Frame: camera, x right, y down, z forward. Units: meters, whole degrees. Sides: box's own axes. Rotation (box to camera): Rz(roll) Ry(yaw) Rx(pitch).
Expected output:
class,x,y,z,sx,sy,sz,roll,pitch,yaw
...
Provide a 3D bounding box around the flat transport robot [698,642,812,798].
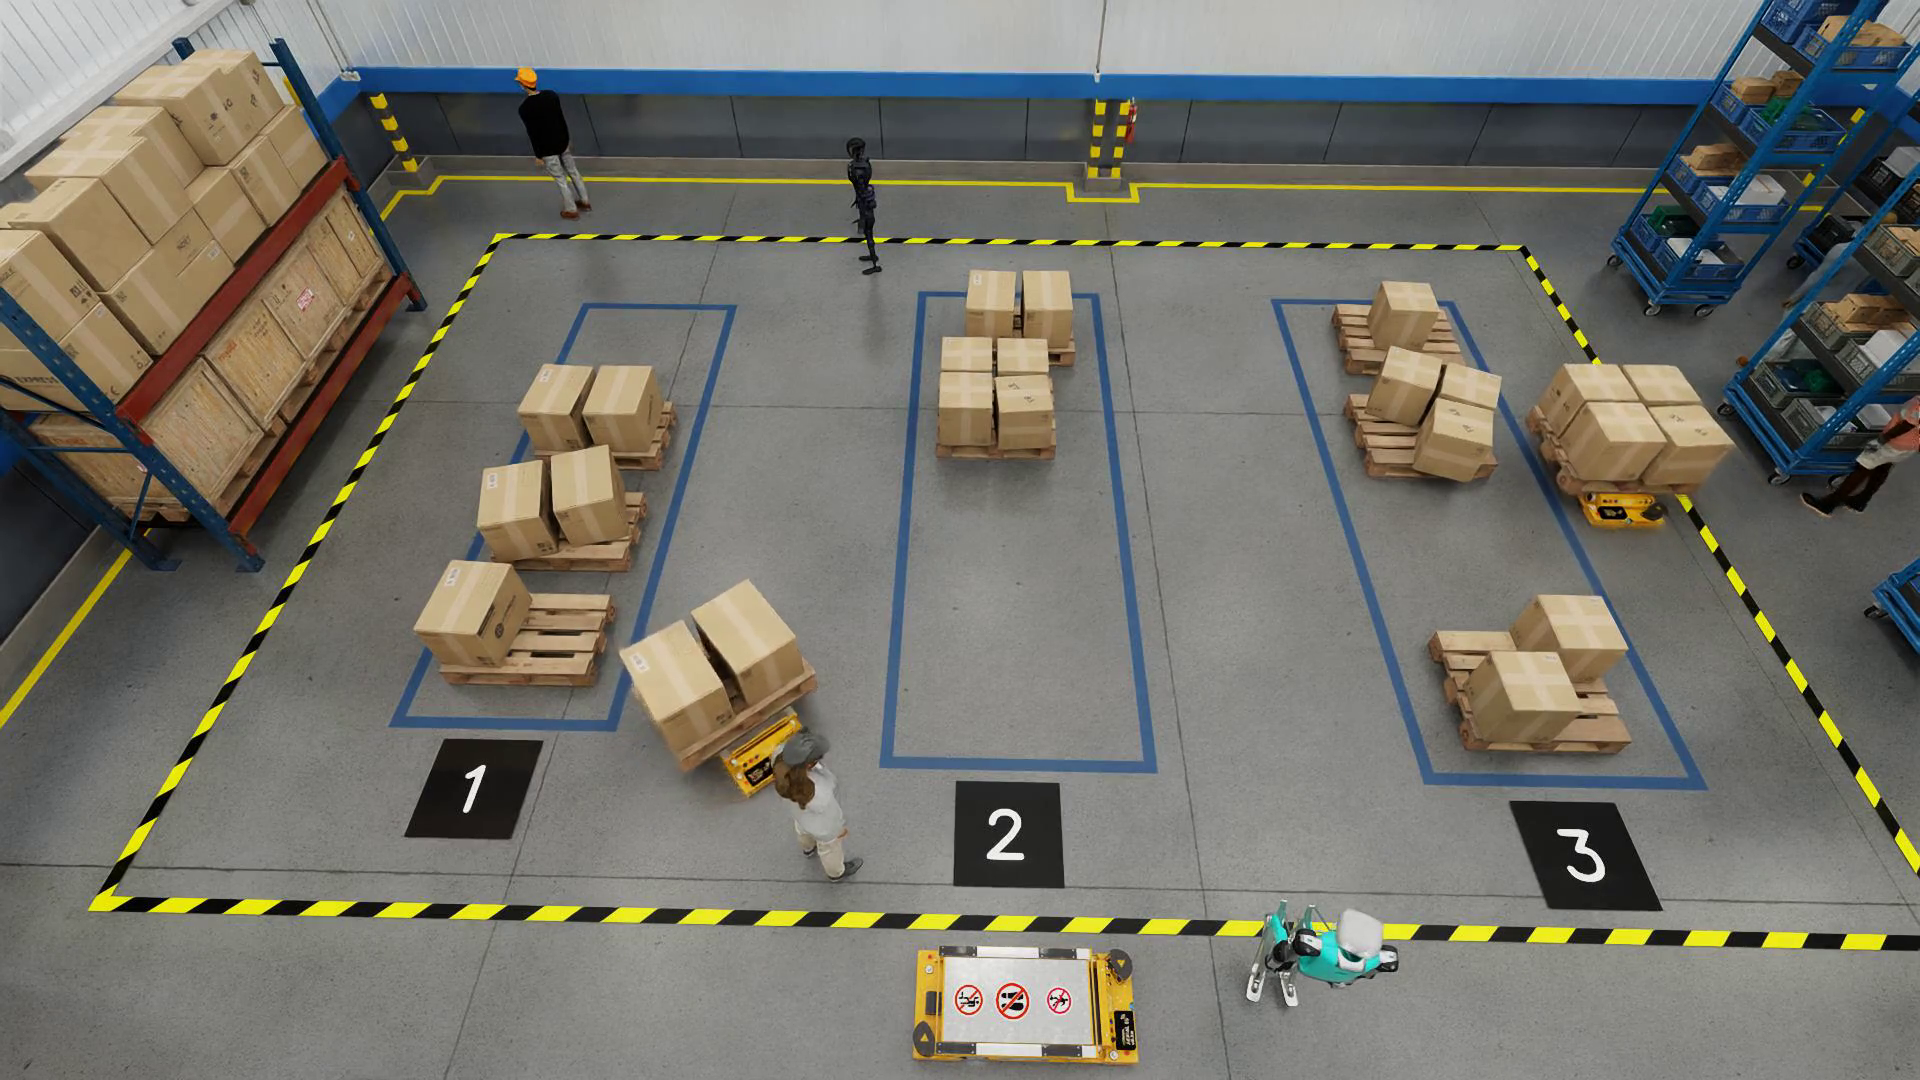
class,x,y,z,sx,sy,sz,roll,pitch,yaw
flat transport robot,-1.820,1.323,7.390,0.652,0.197,1.431,-32,58,-24

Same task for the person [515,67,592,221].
class,x,y,z,sx,sy,sz,roll,pitch,yaw
person,-5.102,-4.925,11.459,0.386,1.883,0.586,23,55,18

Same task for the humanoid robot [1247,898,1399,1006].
class,x,y,z,sx,sy,sz,roll,pitch,yaw
humanoid robot,2.111,2.380,5.514,0.533,1.672,0.735,9,51,7

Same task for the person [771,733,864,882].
class,x,y,z,sx,sy,sz,roll,pitch,yaw
person,-0.963,1.775,6.070,0.571,1.767,0.401,38,60,26

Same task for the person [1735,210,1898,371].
class,x,y,z,sx,sy,sz,roll,pitch,yaw
person,8.869,-2.496,9.447,0.628,1.935,0.373,-1,51,-1

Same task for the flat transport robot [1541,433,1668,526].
class,x,y,z,sx,sy,sz,roll,pitch,yaw
flat transport robot,6.331,-0.744,9.075,0.652,0.197,1.431,1,51,1

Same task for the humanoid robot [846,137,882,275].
class,x,y,z,sx,sy,sz,roll,pitch,yaw
humanoid robot,-1.135,-3.917,10.762,0.315,1.655,0.599,-6,51,-5

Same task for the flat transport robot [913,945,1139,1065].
class,x,y,z,sx,sy,sz,roll,pitch,yaw
flat transport robot,0.422,3.041,6.007,1.431,0.231,0.659,1,51,1

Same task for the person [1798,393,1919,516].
class,x,y,z,sx,sy,sz,roll,pitch,yaw
person,8.417,-0.934,8.156,0.633,1.963,0.435,-11,52,-9
